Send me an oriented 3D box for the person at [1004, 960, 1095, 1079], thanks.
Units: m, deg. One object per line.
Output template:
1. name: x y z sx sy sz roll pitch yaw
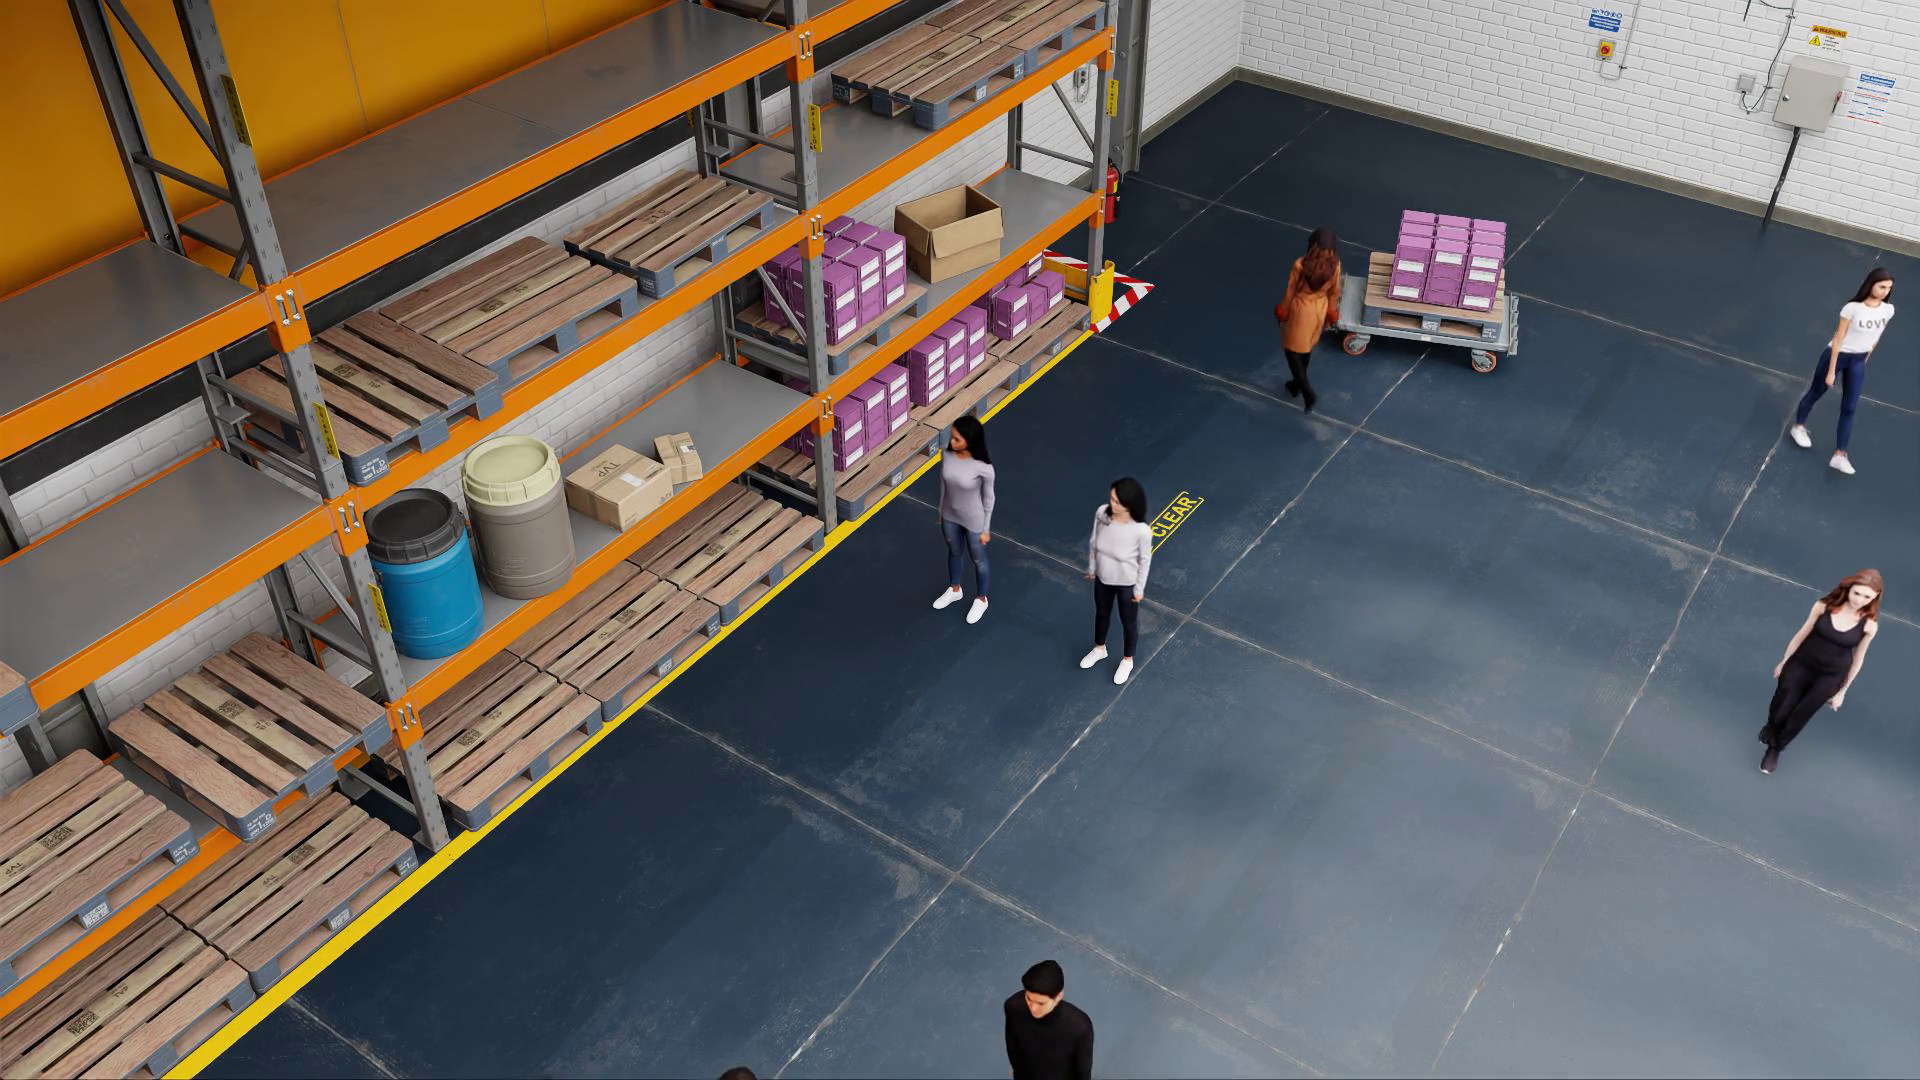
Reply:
1. person: 0.487 2.662 8.398 0.813 1.695 1.136 16 41 19

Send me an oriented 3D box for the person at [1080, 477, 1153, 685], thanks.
1. person: 1.095 0.250 11.414 0.606 1.700 0.526 25 45 28

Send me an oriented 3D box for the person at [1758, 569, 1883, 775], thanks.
1. person: 5.544 0.797 10.710 0.613 1.723 0.718 25 45 28

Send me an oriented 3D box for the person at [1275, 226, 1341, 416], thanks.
1. person: 2.941 -1.812 13.992 1.046 1.705 1.096 -7 39 -8

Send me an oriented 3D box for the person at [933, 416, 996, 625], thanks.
1. person: 0.051 -0.174 11.914 0.598 1.738 0.512 25 45 28

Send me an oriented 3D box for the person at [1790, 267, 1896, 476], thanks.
1. person: 7.124 -1.473 13.538 0.960 1.742 1.078 -1 39 -1
